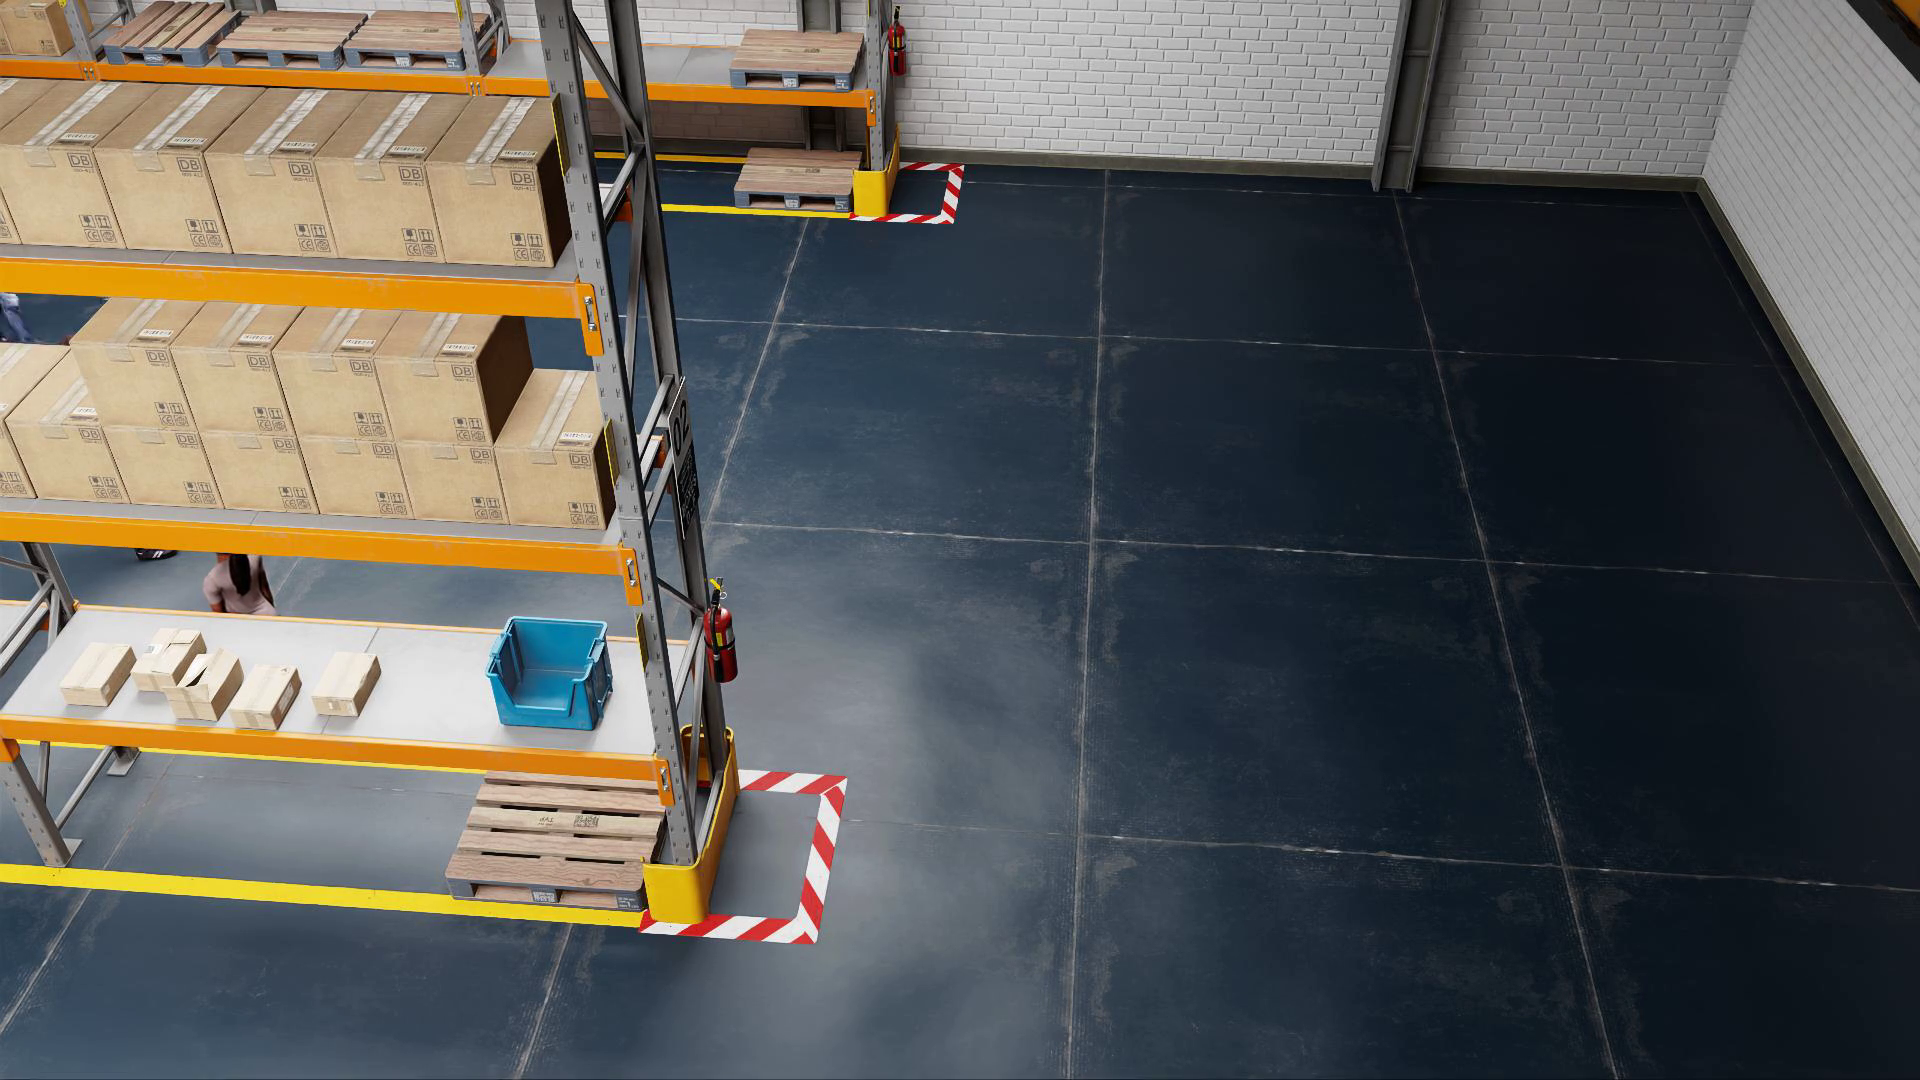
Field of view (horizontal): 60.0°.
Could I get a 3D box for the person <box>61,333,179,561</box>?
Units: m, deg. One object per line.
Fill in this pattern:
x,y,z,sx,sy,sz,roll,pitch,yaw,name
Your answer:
-6.213,-0.688,12.195,0.730,1.865,0.714,-20,43,-23,person
